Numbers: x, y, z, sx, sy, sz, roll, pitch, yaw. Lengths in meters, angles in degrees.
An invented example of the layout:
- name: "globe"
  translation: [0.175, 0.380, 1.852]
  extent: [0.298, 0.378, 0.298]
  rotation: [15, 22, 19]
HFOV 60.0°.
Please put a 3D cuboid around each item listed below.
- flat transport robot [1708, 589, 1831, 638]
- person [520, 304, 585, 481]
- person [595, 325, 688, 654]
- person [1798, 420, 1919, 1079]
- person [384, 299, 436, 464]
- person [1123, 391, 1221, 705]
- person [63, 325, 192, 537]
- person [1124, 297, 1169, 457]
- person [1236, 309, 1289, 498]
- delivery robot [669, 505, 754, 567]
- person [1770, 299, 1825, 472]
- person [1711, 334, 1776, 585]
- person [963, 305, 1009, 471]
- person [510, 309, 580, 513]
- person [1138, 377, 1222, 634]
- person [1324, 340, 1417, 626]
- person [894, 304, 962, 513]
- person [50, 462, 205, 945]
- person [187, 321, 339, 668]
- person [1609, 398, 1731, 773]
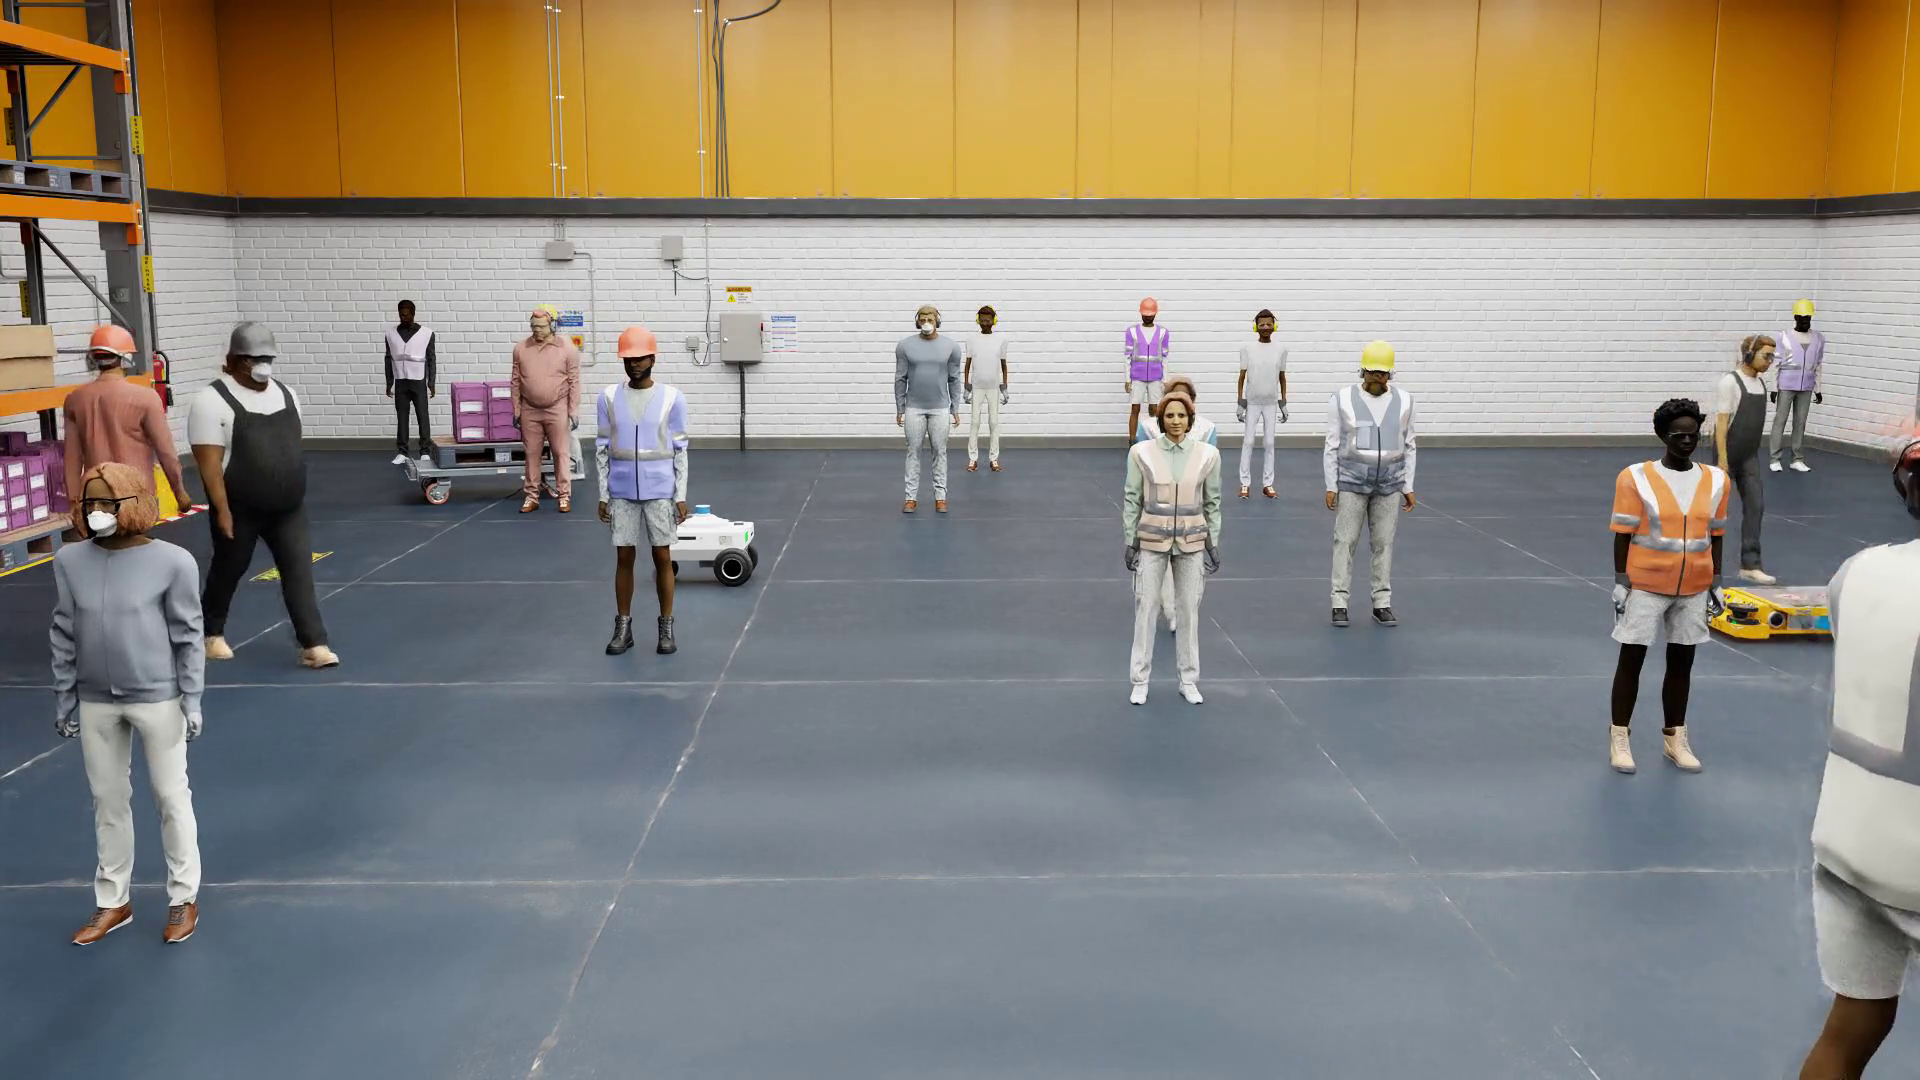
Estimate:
- name: "flat transport robot"
  translation: [5.395, 0.445, 10.393]
  extent: [1.431, 0.197, 0.652]
  rotation: [0, 9, -1]
- name: "person"
  translation: [-4.382, -1.548, 17.648]
  extent: [0.803, 1.888, 0.626]
  rotation: [0, 9, -3]
- name: "person"
  translation: [-1.869, -0.287, 9.784]
  extent: [0.543, 1.939, 0.361]
  rotation: [0, 9, -1]
- name: "person"
  translation: [2.057, 0.690, 3.595]
  extent: [0.503, 2.003, 0.635]
  rotation: [-1, 9, -6]
- name: "person"
  translation: [-6.389, -1.836, 19.362]
  extent: [0.587, 1.914, 0.391]
  rotation: [0, 9, -1]
- name: "person"
  translation: [1.103, 0.044, 8.665]
  extent: [0.514, 1.642, 0.310]
  rotation: [0, 9, -1]
- name: "person"
  translation: [-4.986, -0.301, 9.895]
  extent: [0.614, 1.945, 1.048]
  rotation: [2, 9, 12]
- name: "person"
  translation: [2.250, -1.954, 20.038]
  extent: [0.543, 1.928, 0.373]
  rotation: [0, 9, -1]
- name: "person"
  translation: [2.997, -1.342, 16.459]
  extent: [0.520, 1.873, 0.328]
  rotation: [0, 9, -1]
- name: "delivery robot"
  translation: [-1.859, -0.011, 12.037]
  extent: [0.707, 0.478, 0.477]
  rotation: [0, 9, -1]
- name: "person"
  translation: [9.363, -1.722, 18.613]
  extent: [0.586, 1.928, 0.369]
  rotation: [0, 9, -1]
- name: "person"
  translation: [5.631, -0.614, 12.226]
  extent: [0.547, 1.808, 0.891]
  rotation: [-5, 10, -26]
- name: "person"
  translation: [0.295, -1.696, 18.657]
  extent: [0.520, 1.865, 0.328]
  rotation: [0, 9, -1]
- name: "person"
  translation: [-3.857, -1.192, 15.456]
  extent: [0.639, 1.902, 0.407]
  rotation: [0, 9, -1]
- name: "person"
  translation: [1.378, -0.234, 10.498]
  extent: [0.533, 1.590, 0.886]
  rotation: [-1, 9, -5]
- name: "person"
  translation: [2.604, -0.354, 10.550]
  extent: [0.589, 1.822, 0.403]
  rotation: [0, 9, -1]
- name: "person"
  translation: [-0.298, -1.214, 15.466]
  extent: [0.627, 1.940, 0.371]
  rotation: [0, 9, -1]
- name: "person"
  translation: [-2.787, 0.549, 5.586]
  extent: [0.499, 1.634, 0.279]
  rotation: [0, 9, -1]
- name: "person"
  translation: [-4.047, -0.293, 9.506]
  extent: [1.044, 2.000, 0.679]
  rotation: [7, 11, 36]
- name: "person"
  translation: [3.183, 0.208, 7.486]
  extent: [0.532, 1.697, 0.320]
  rotation: [0, 9, -1]
